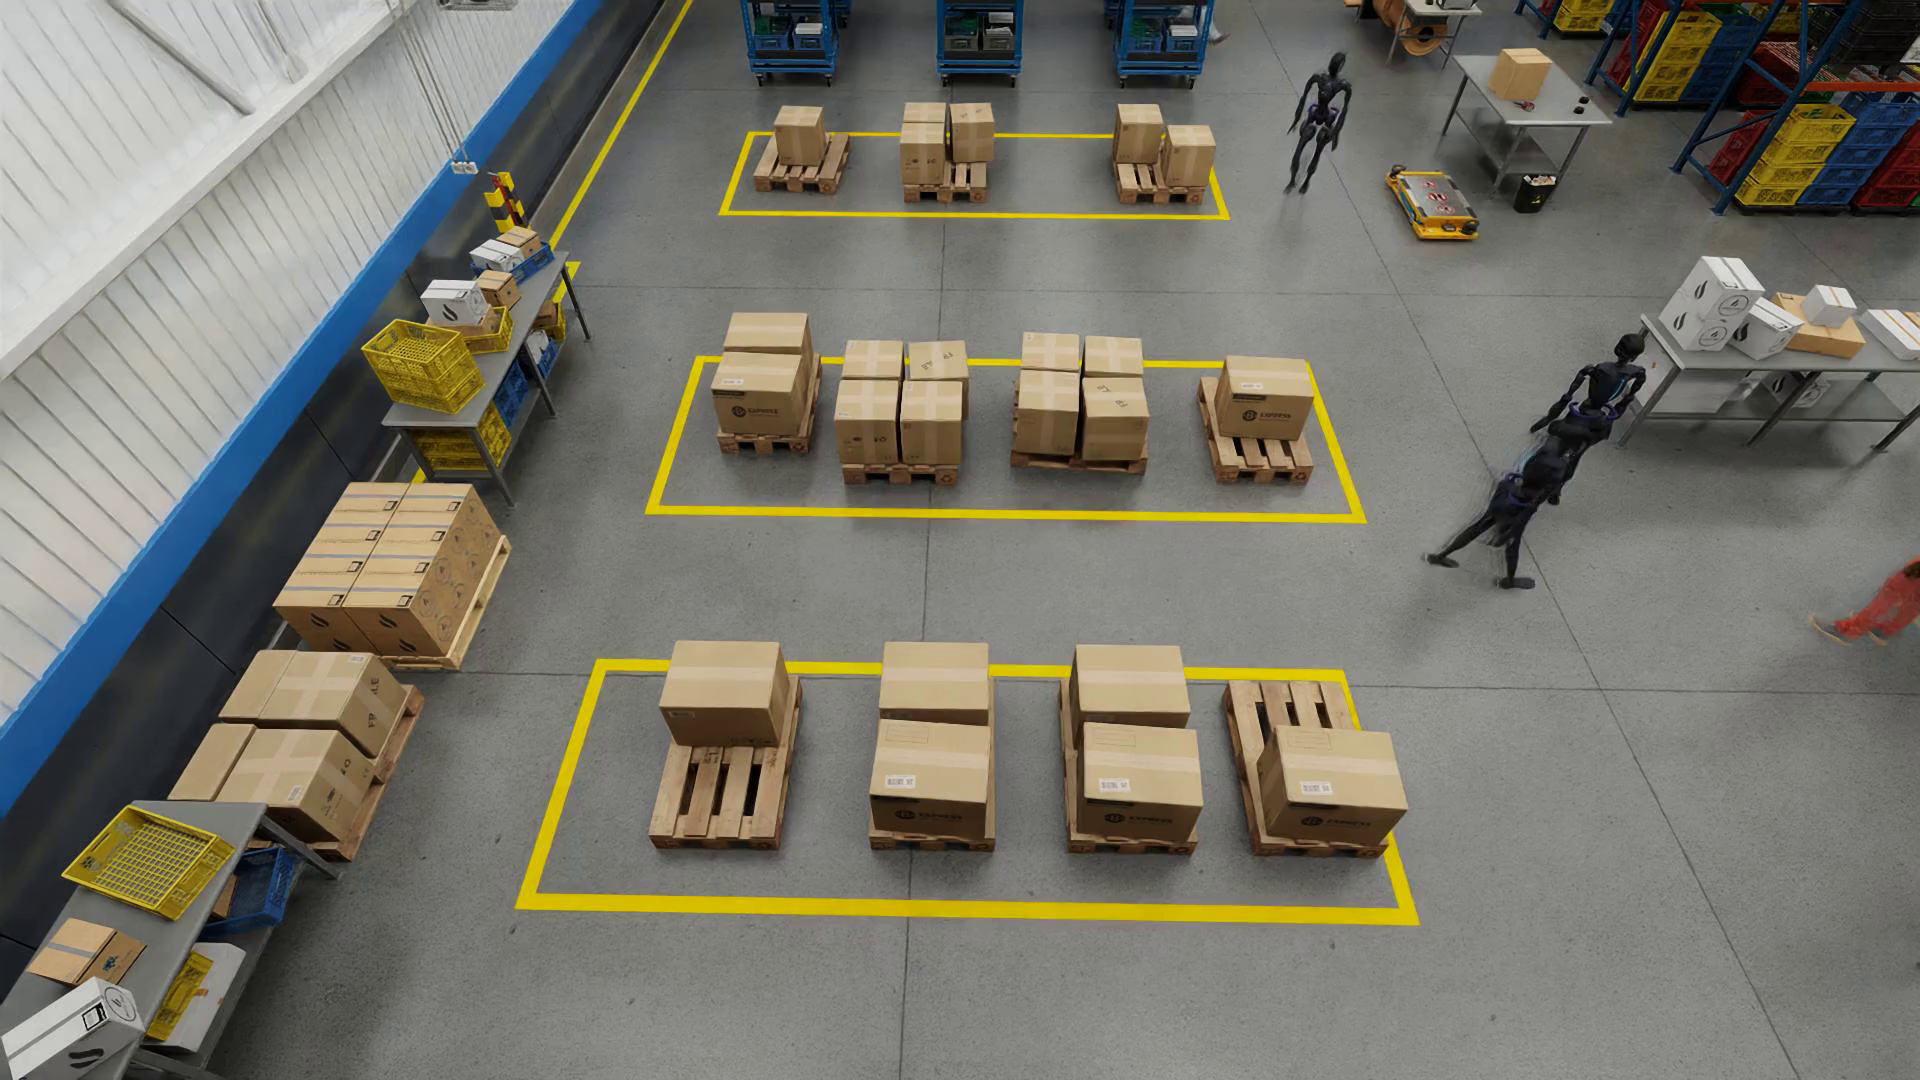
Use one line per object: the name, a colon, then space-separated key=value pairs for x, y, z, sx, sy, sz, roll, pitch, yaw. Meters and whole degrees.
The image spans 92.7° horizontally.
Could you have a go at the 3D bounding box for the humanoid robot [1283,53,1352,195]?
humanoid robot: x=4.205 y=-4.874 z=10.824 sx=0.629 sy=1.646 sz=0.544 roll=24 pitch=53 yaw=20

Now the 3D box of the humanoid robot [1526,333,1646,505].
humanoid robot: x=5.024 y=-0.955 z=7.419 sx=0.611 sy=1.657 sz=0.320 roll=1 pitch=49 yaw=1

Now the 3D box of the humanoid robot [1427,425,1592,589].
humanoid robot: x=4.191 y=-0.262 z=6.861 sx=0.785 sy=1.625 sz=0.571 roll=10 pitch=50 yaw=9

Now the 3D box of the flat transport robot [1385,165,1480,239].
flat transport robot: x=5.692 y=-4.094 z=11.059 sx=0.652 sy=0.197 sz=1.431 roll=1 pitch=49 yaw=1

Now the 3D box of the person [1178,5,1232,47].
person: x=3.673 y=-8.222 z=13.612 sx=1.039 sy=1.830 sz=0.579 roll=8 pitch=50 yaw=6

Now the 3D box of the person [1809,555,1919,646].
person: x=6.865 y=0.066 z=6.342 sx=0.616 sy=1.995 sz=0.399 roll=-17 pitch=51 yaw=-14
